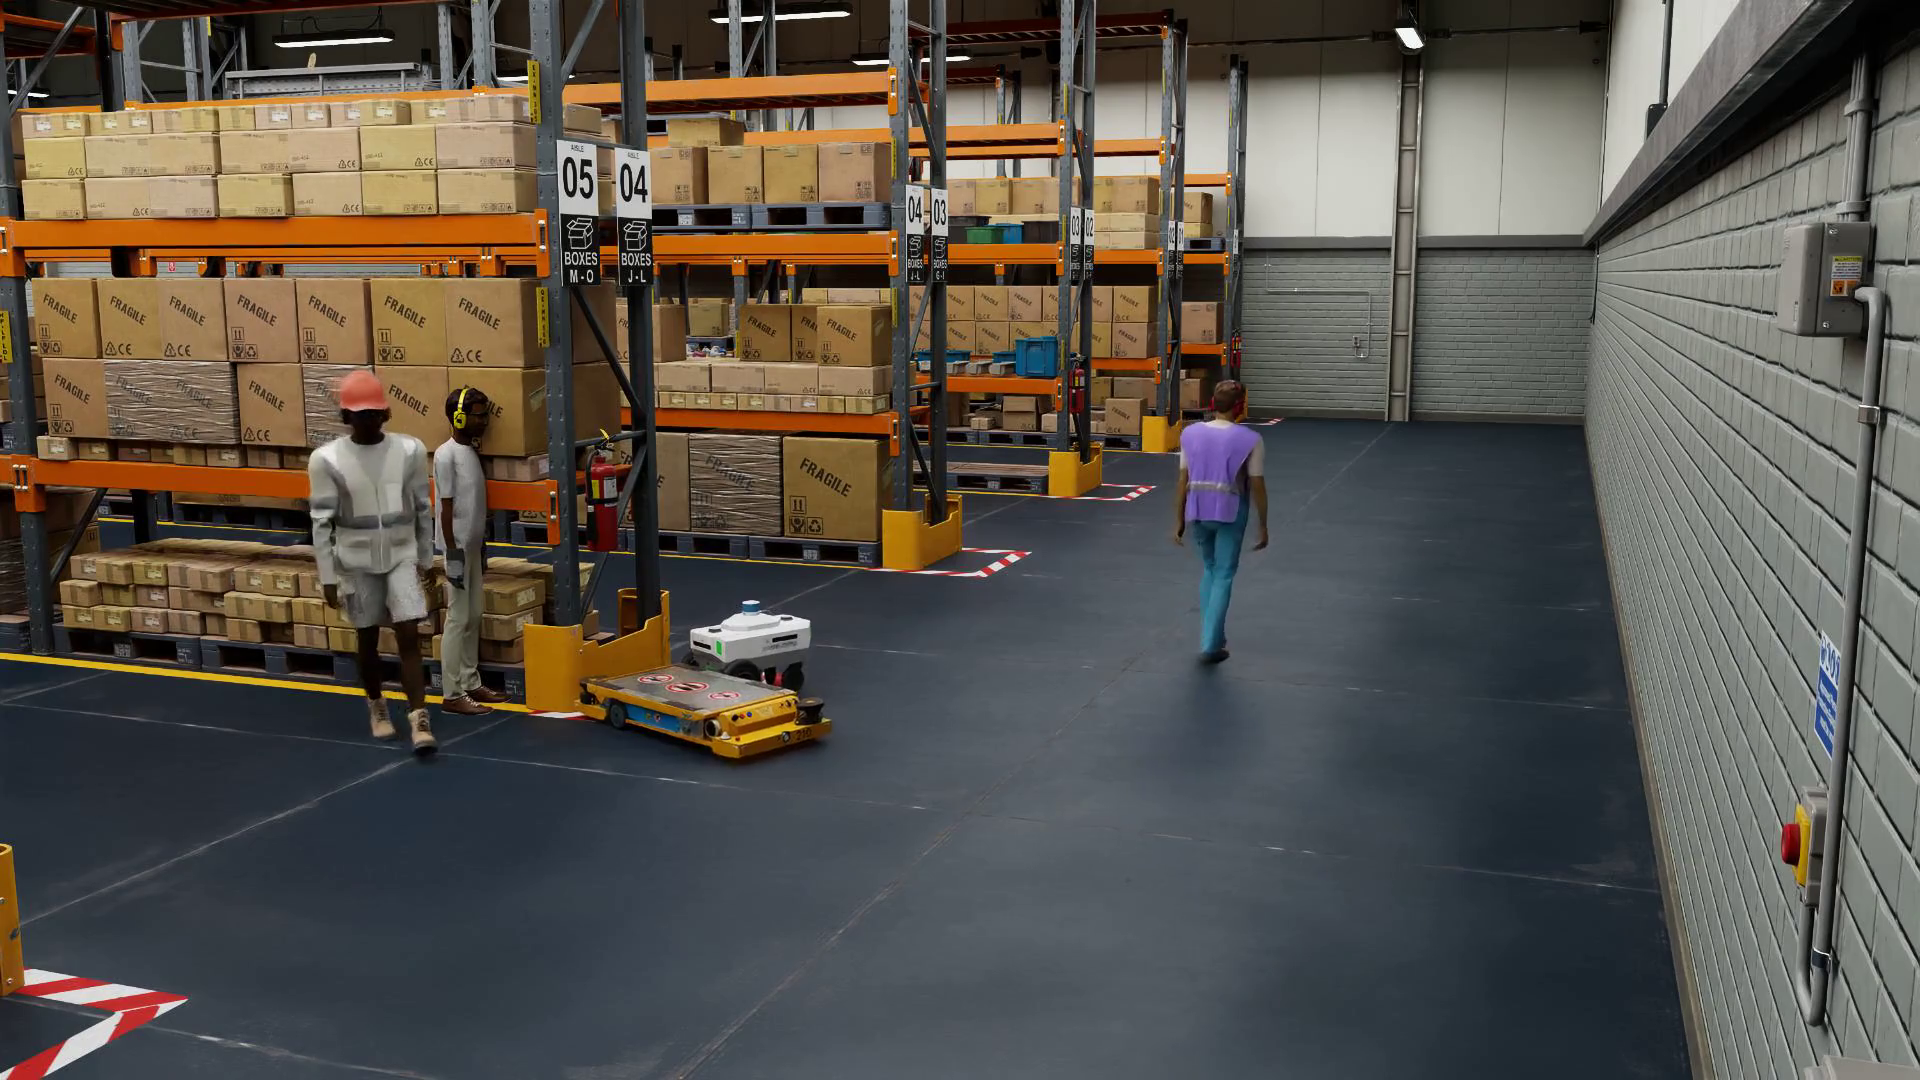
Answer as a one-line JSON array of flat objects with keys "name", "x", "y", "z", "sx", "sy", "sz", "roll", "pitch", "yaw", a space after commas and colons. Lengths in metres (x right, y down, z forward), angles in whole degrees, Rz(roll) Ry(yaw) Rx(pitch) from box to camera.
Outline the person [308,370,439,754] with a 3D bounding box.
[{"name": "person", "x": -3.003, "y": 0.132, "z": 8.607, "sx": 0.619, "sy": 2.000, "sz": 0.956, "roll": -5, "pitch": 10, "yaw": -27}]

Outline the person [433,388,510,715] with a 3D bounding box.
[{"name": "person", "x": -2.808, "y": 0.067, "z": 9.480, "sx": 0.333, "sy": 1.860, "sz": 0.509, "roll": 1, "pitch": 9, "yaw": 3}]

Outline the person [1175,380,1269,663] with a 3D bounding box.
[{"name": "person", "x": 1.742, "y": -0.133, "z": 10.828, "sx": 0.593, "sy": 1.815, "sz": 0.733, "roll": 6, "pitch": 11, "yaw": 33}]

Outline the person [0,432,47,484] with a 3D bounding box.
[{"name": "person", "x": -8.222, "y": -0.794, "z": 14.421, "sx": 0.381, "sy": 1.994, "sz": 0.613, "roll": 7, "pitch": 11, "yaw": 36}]

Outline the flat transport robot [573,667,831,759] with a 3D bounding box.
[{"name": "flat transport robot", "x": -1.436, "y": 0.911, "z": 9.139, "sx": 1.431, "sy": 0.197, "sz": 0.652, "roll": 8, "pitch": 12, "yaw": 41}]

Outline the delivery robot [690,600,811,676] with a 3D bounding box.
[{"name": "delivery robot", "x": -1.237, "y": 0.603, "z": 9.888, "sx": 0.707, "sy": 0.478, "sz": 0.477, "roll": -8, "pitch": 12, "yaw": -41}]

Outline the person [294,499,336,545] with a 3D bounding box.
[{"name": "person", "x": -5.136, "y": -0.585, "z": 13.275, "sx": 0.716, "sy": 1.951, "sz": 0.625, "roll": 6, "pitch": 11, "yaw": 34}]
